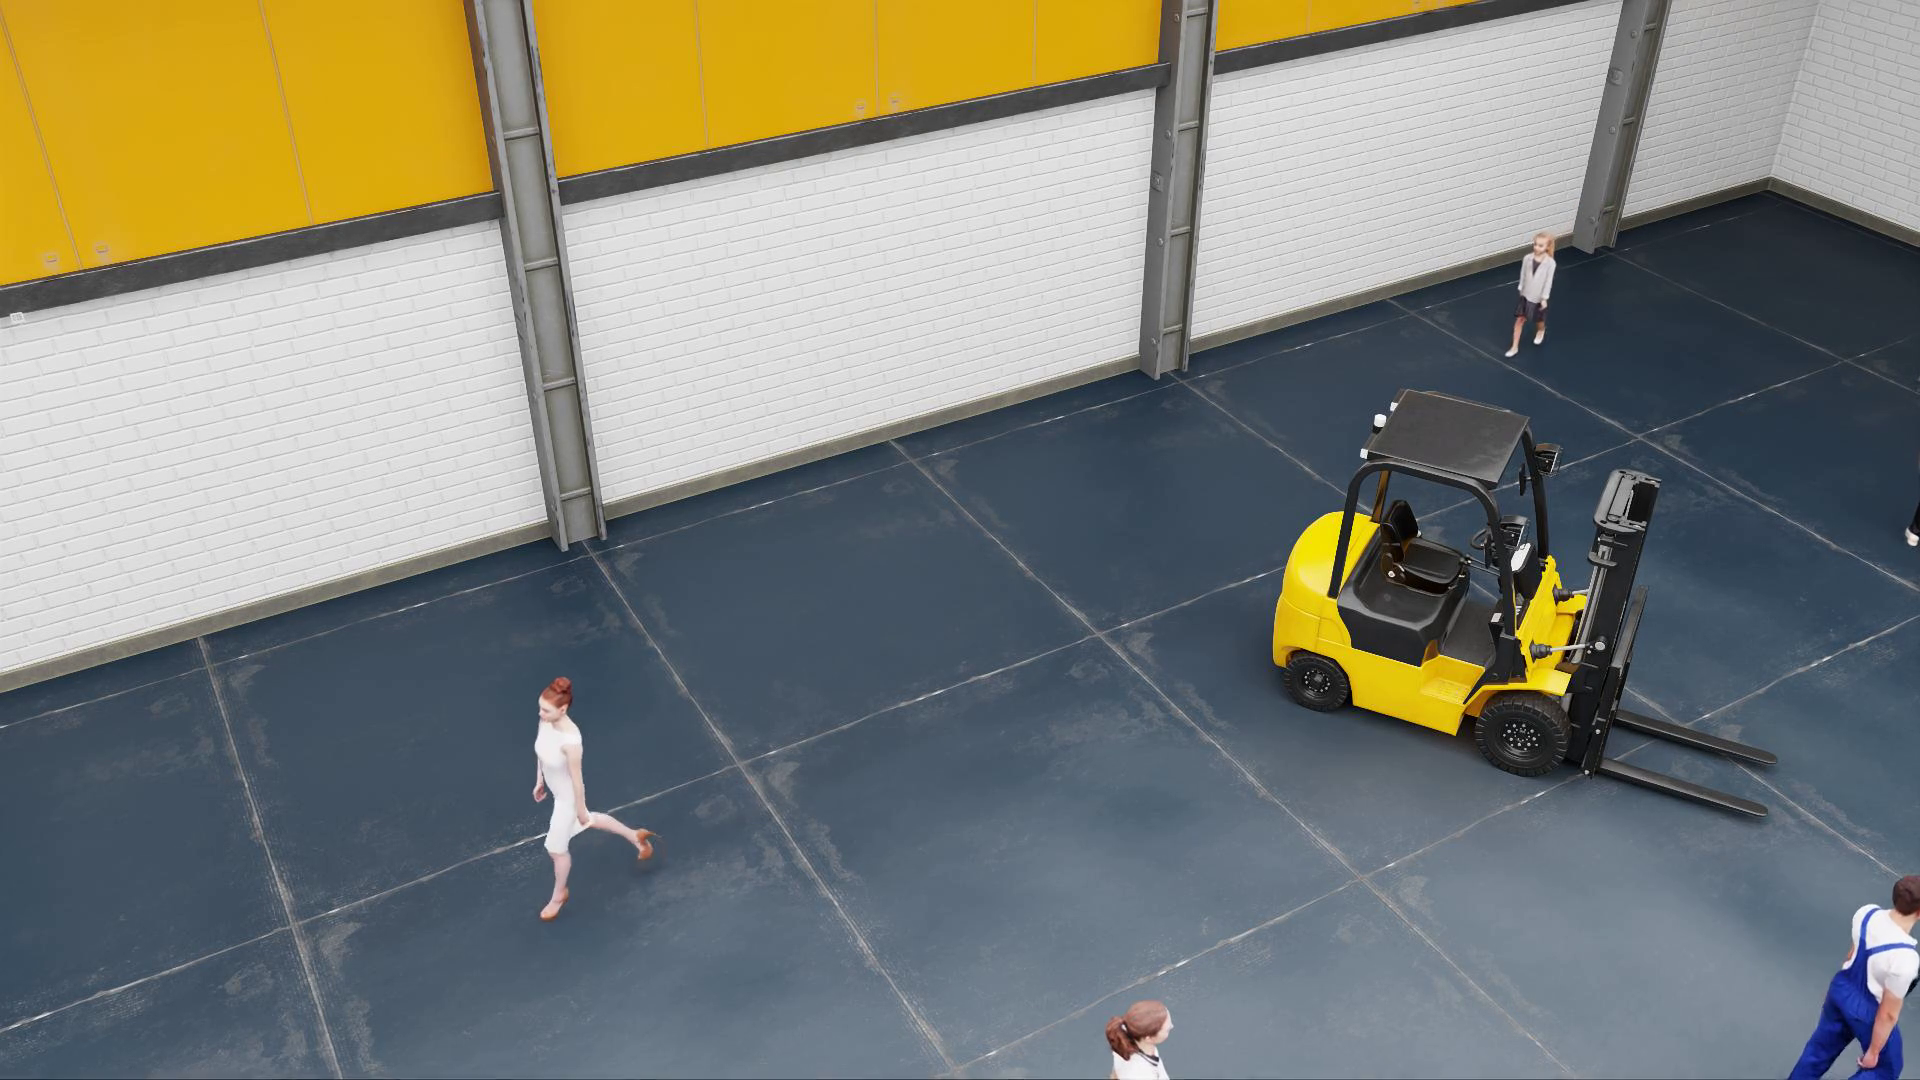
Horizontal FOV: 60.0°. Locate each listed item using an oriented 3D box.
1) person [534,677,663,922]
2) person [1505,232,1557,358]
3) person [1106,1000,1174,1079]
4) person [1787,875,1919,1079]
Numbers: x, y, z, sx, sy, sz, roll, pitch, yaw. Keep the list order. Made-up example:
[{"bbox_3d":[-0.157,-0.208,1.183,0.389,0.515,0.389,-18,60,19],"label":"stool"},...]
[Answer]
[{"bbox_3d":[-2.275,1.514,10.008,1.078,1.764,0.589,-20,38,-27],"label":"person"},{"bbox_3d":[5.696,-2.437,16.408,0.677,1.260,0.879,25,41,32],"label":"person"},{"bbox_3d":[0.840,2.847,8.015,0.599,1.750,0.621,-9,35,-14],"label":"person"},{"bbox_3d":[4.531,2.443,8.547,0.853,1.834,0.789,-4,34,-5],"label":"person"}]
